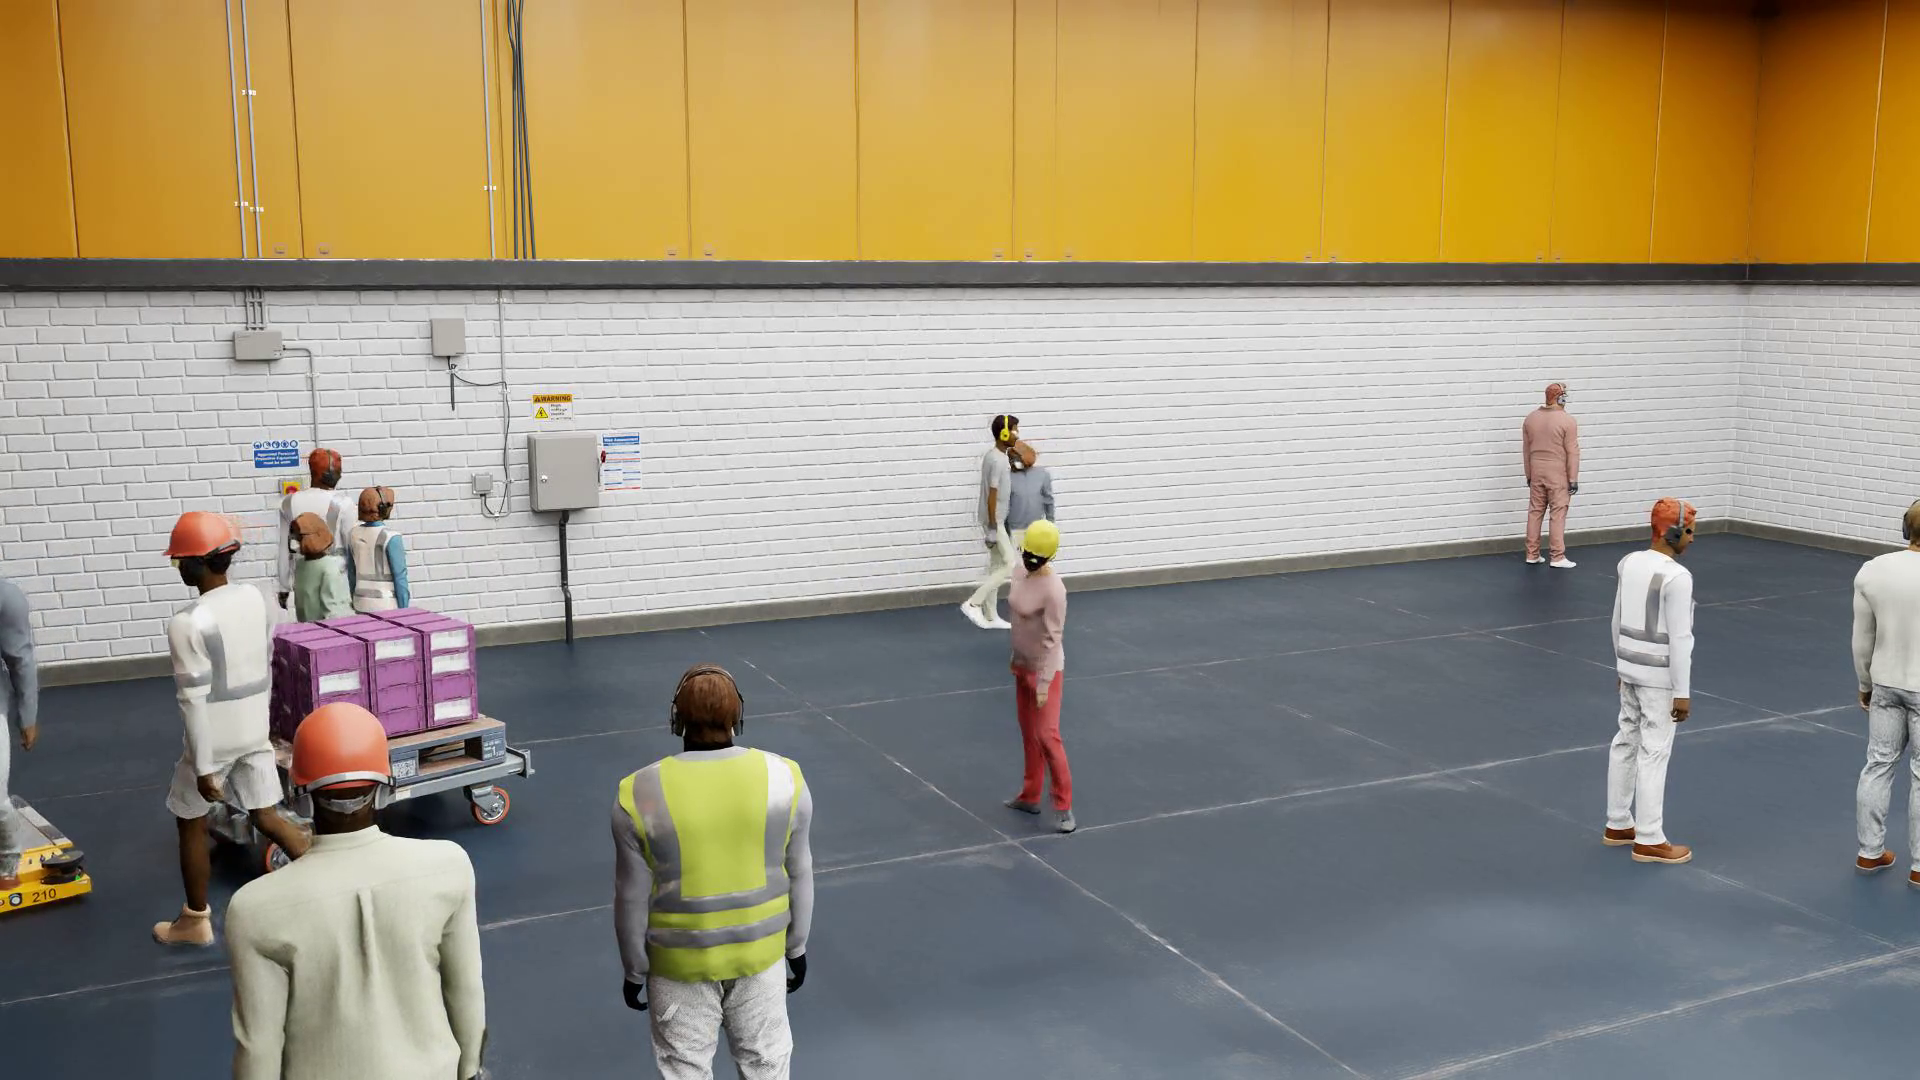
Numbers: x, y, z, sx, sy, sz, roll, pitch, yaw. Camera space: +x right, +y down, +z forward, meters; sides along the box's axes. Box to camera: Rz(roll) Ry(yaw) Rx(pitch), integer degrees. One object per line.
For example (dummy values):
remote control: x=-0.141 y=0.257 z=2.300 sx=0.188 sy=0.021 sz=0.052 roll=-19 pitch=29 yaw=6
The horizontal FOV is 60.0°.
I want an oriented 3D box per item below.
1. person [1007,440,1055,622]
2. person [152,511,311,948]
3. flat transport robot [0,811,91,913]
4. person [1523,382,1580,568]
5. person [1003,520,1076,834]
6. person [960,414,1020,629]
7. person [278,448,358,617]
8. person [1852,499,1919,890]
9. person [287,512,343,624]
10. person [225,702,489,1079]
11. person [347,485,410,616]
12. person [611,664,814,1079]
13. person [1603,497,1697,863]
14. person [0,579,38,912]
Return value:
person: x=0.621 y=-0.081 z=14.444 sx=0.643 sy=1.596 sz=0.397 roll=-3 pitch=10 yaw=-17
person: x=-3.175 y=0.862 z=7.336 sx=0.941 sy=2.011 sz=0.608 roll=3 pitch=10 yaw=20
flat transport robot: x=-4.920 y=1.566 z=8.327 sx=0.652 sy=0.197 sz=1.431 roll=-8 pitch=12 yaw=-42
person: x=6.101 y=-0.666 z=17.120 sx=0.408 sy=1.909 sz=0.642 roll=-6 pitch=11 yaw=-34
person: x=0.402 y=0.718 z=9.123 sx=0.314 sy=1.721 sz=0.640 roll=-4 pitch=10 yaw=-22
person: x=0.294 y=-0.138 z=14.027 sx=0.427 sy=1.850 sz=0.532 roll=-1 pitch=9 yaw=-4
person: x=-4.385 y=0.298 z=11.317 sx=0.597 sy=1.861 sz=0.860 roll=2 pitch=9 yaw=10
person: x=4.725 y=0.750 z=8.229 sx=0.373 sy=1.940 sz=0.630 roll=-6 pitch=11 yaw=-32
person: x=-3.898 y=0.637 z=9.972 sx=0.516 sy=1.597 sz=0.815 roll=8 pitch=12 yaw=42
person: x=-1.478 y=1.381 z=4.138 sx=0.609 sy=1.996 sz=0.383 roll=-6 pitch=11 yaw=-34
person: x=-3.814 y=0.461 z=10.943 sx=0.514 sy=1.642 sz=0.314 roll=6 pitch=11 yaw=32
person: x=-0.766 y=1.290 z=5.184 sx=0.624 sy=1.844 sz=0.429 roll=-3 pitch=10 yaw=-19
person: x=3.588 y=0.714 z=8.614 sx=0.346 sy=1.885 sz=0.578 roll=-1 pitch=9 yaw=-9
person: x=-4.616 y=0.849 z=7.659 sx=0.641 sy=1.922 sz=0.437 roll=-2 pitch=9 yaw=-15
